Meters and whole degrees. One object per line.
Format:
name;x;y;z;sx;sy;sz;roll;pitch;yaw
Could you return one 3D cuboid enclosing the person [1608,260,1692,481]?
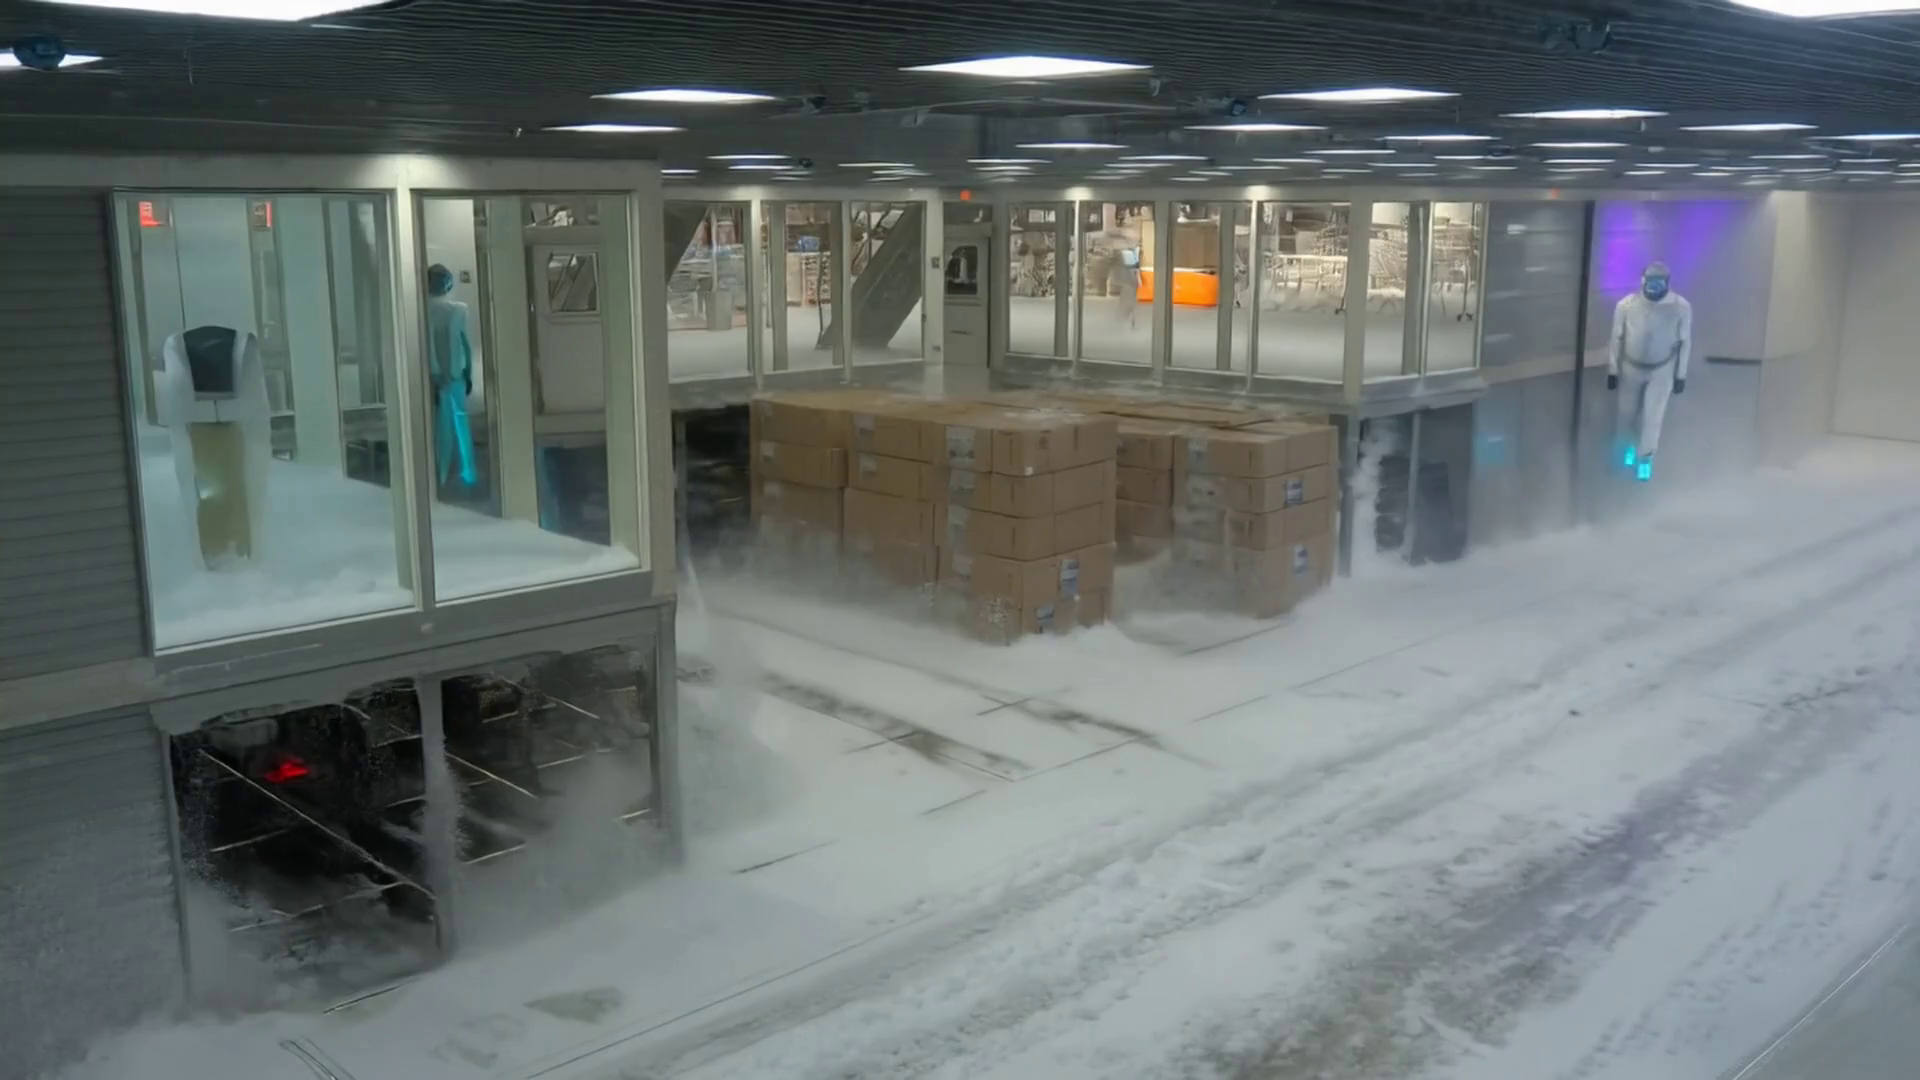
person;5.984;-1.489;14.468;0.653;1.890;0.718;6;13;27
